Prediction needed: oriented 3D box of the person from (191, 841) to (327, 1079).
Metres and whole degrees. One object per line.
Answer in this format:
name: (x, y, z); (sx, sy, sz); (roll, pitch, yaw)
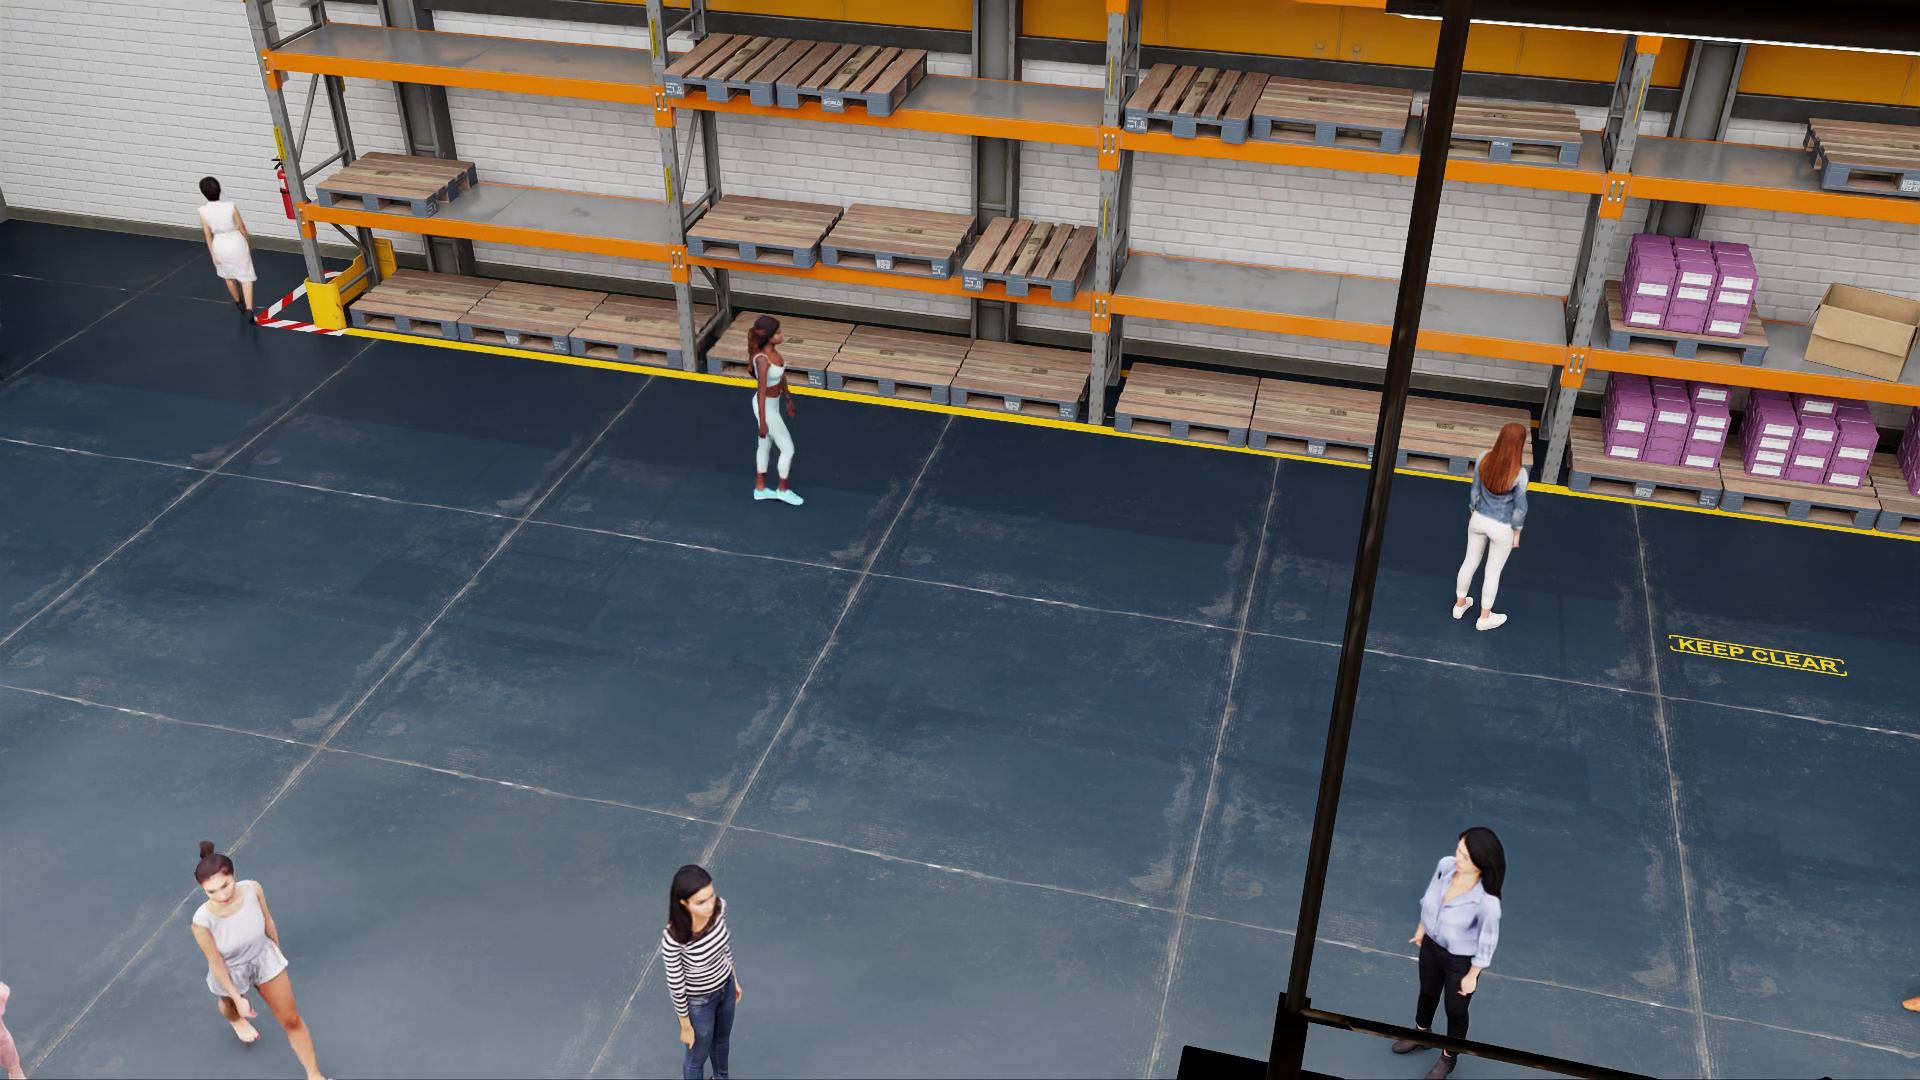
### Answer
person: (-3.868, 2.247, 8.871); (1.190, 1.574, 0.908); (25, 41, 32)

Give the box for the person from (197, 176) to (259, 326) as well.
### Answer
person: (-7.256, -2.855, 16.586); (0.920, 1.530, 0.871); (-8, 34, -12)

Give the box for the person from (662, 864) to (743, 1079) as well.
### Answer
person: (-1.304, 2.349, 8.516); (0.577, 1.797, 0.631); (20, 38, 27)

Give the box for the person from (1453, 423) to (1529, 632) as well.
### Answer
person: (3.930, -0.105, 12.292); (0.750, 1.703, 0.645); (-26, 41, -33)

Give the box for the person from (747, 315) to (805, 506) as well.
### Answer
person: (-1.653, -1.064, 13.728); (0.709, 1.711, 0.639); (4, 34, 6)

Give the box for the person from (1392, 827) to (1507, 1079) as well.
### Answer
person: (2.606, 2.192, 8.799); (0.777, 1.744, 0.732); (-15, 37, -22)
